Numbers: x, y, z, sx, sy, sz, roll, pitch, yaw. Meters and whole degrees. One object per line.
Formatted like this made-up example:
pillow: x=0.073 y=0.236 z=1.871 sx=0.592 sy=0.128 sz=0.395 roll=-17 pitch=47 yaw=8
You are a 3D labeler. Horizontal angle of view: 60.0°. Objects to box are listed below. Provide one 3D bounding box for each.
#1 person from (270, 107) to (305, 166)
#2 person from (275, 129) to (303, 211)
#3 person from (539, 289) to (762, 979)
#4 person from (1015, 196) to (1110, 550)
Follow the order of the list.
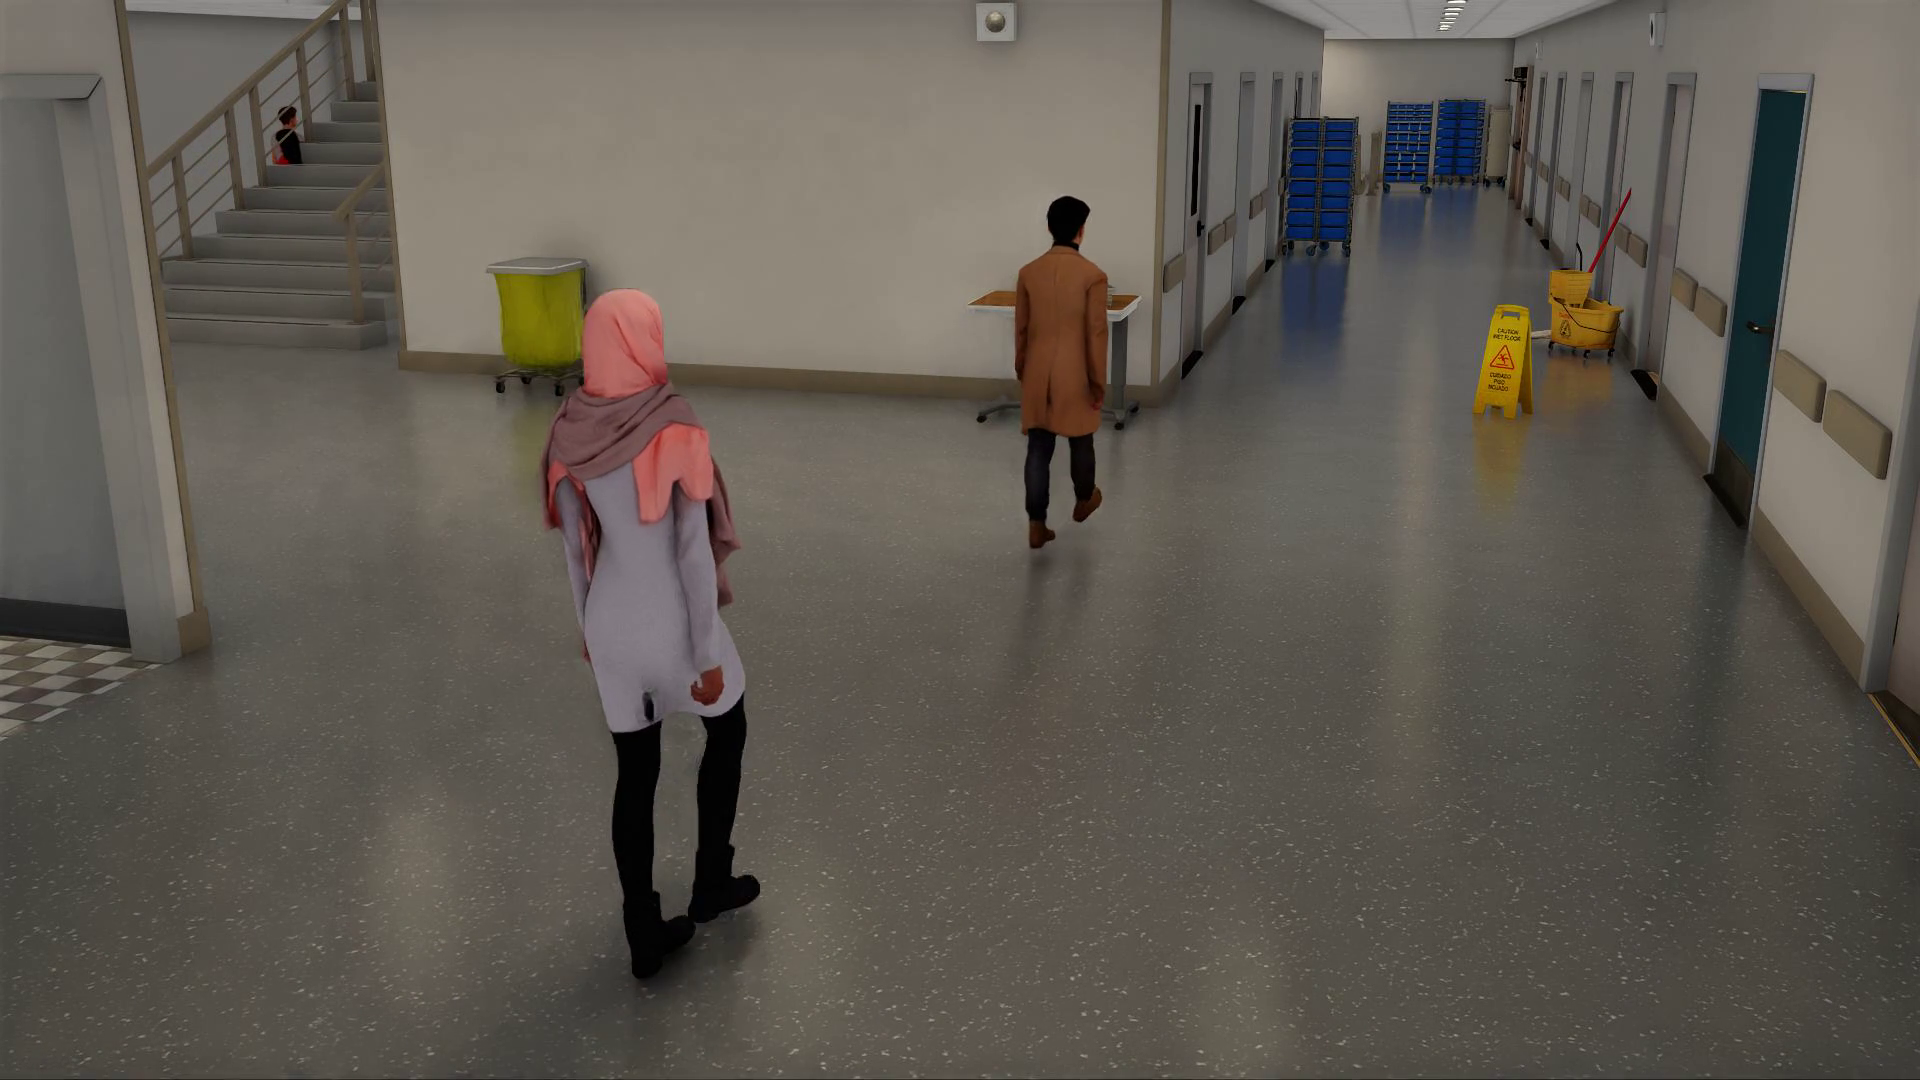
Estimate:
person: x=-8.557 y=-4.589 z=21.328 sx=0.654 sy=1.888 sz=0.545 roll=4 pitch=16 yaw=14
person: x=-6.911 y=-3.386 z=17.324 sx=0.697 sy=1.747 sz=0.572 roll=2 pitch=16 yaw=8
person: x=-0.828 y=0.280 z=4.242 sx=0.701 sy=1.788 sz=0.761 roll=6 pitch=17 yaw=19
person: x=0.453 y=-0.777 z=8.111 sx=0.745 sy=1.682 sz=1.115 roll=6 pitch=17 yaw=20
